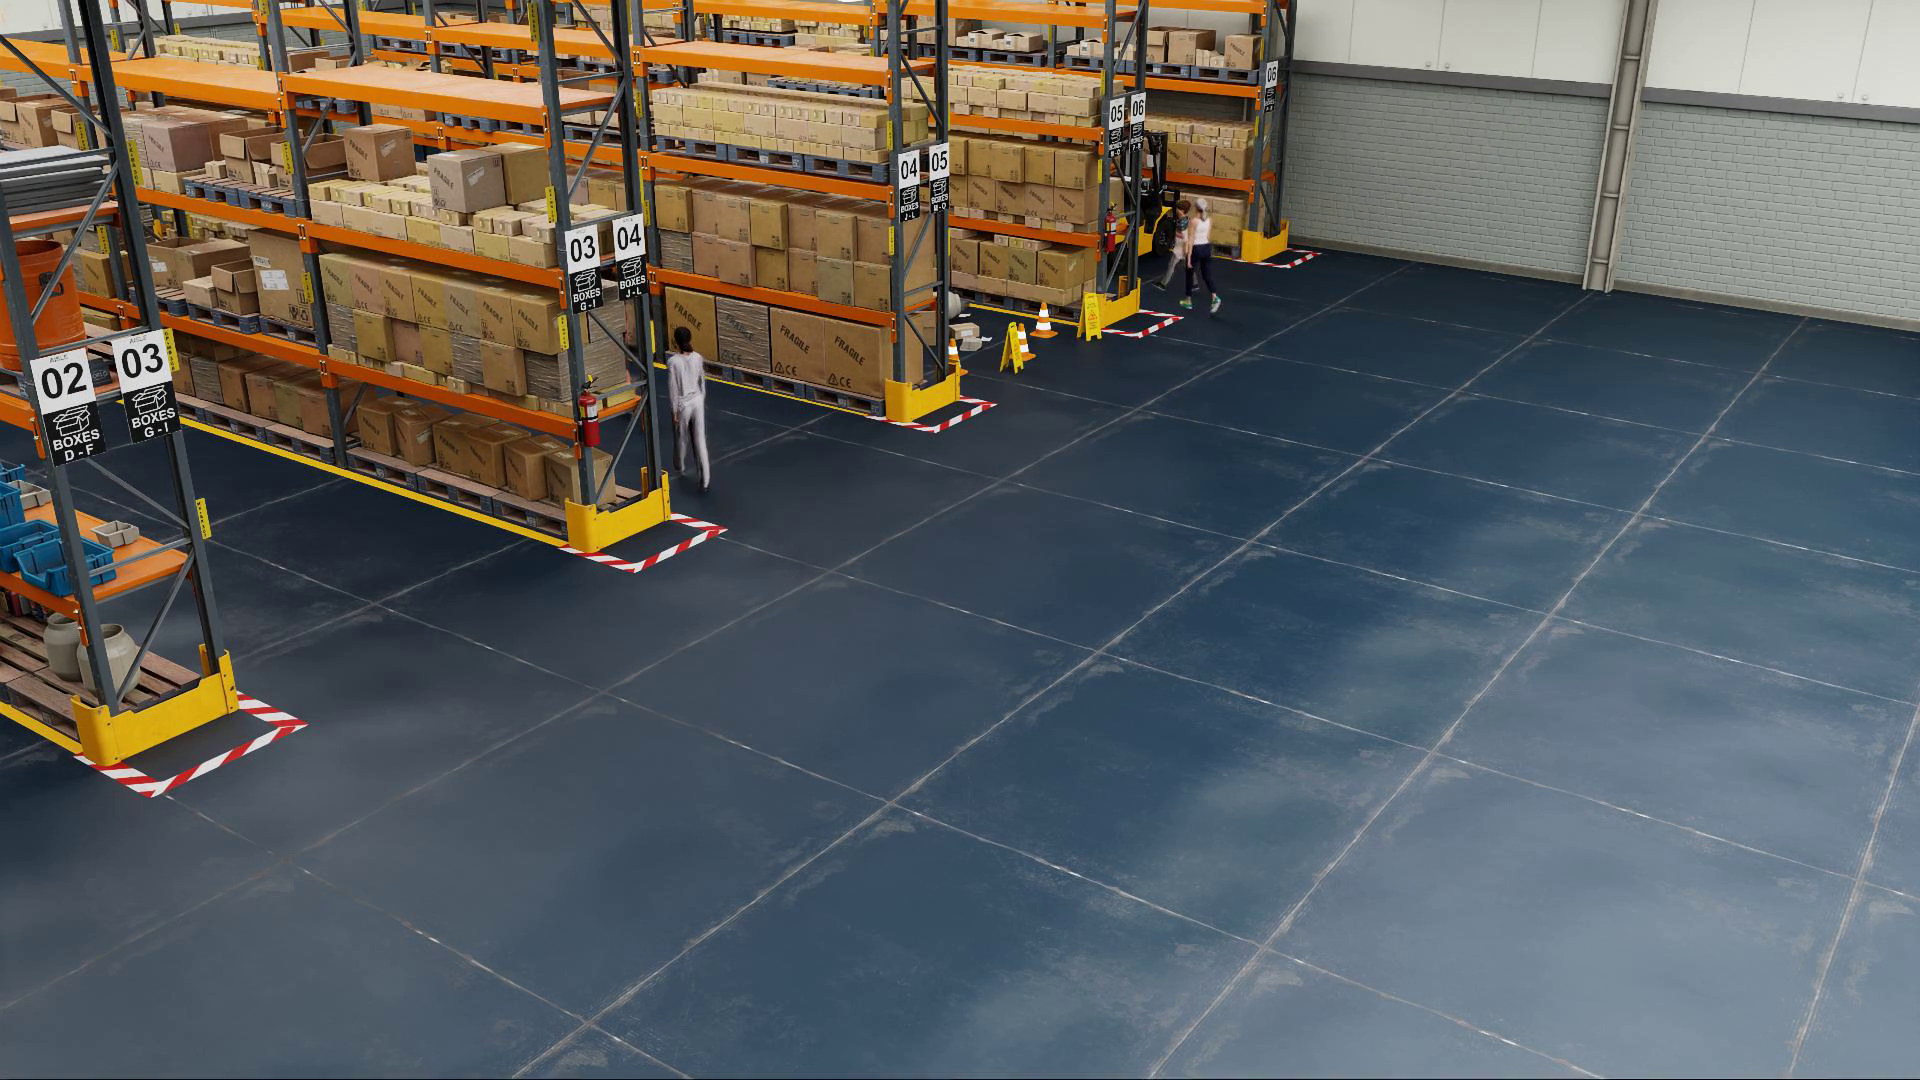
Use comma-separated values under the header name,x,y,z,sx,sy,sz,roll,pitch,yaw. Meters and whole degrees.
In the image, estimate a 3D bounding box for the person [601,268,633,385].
name,x,y,z,sx,sy,sz,roll,pitch,yaw
person,-4.192,-2.418,20.130,0.973,1.825,1.308,-16,28,-32

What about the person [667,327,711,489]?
name,x,y,z,sx,sy,sz,roll,pitch,yaw
person,-2.871,-1.372,17.807,0.956,1.718,1.220,-11,26,-25

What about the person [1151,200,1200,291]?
name,x,y,z,sx,sy,sz,roll,pitch,yaw
person,3.480,-4.499,25.566,1.018,1.401,0.756,5,24,12

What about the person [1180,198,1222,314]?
name,x,y,z,sx,sy,sz,roll,pitch,yaw
person,3.564,-4.143,24.375,0.966,1.679,1.195,-11,25,-24
